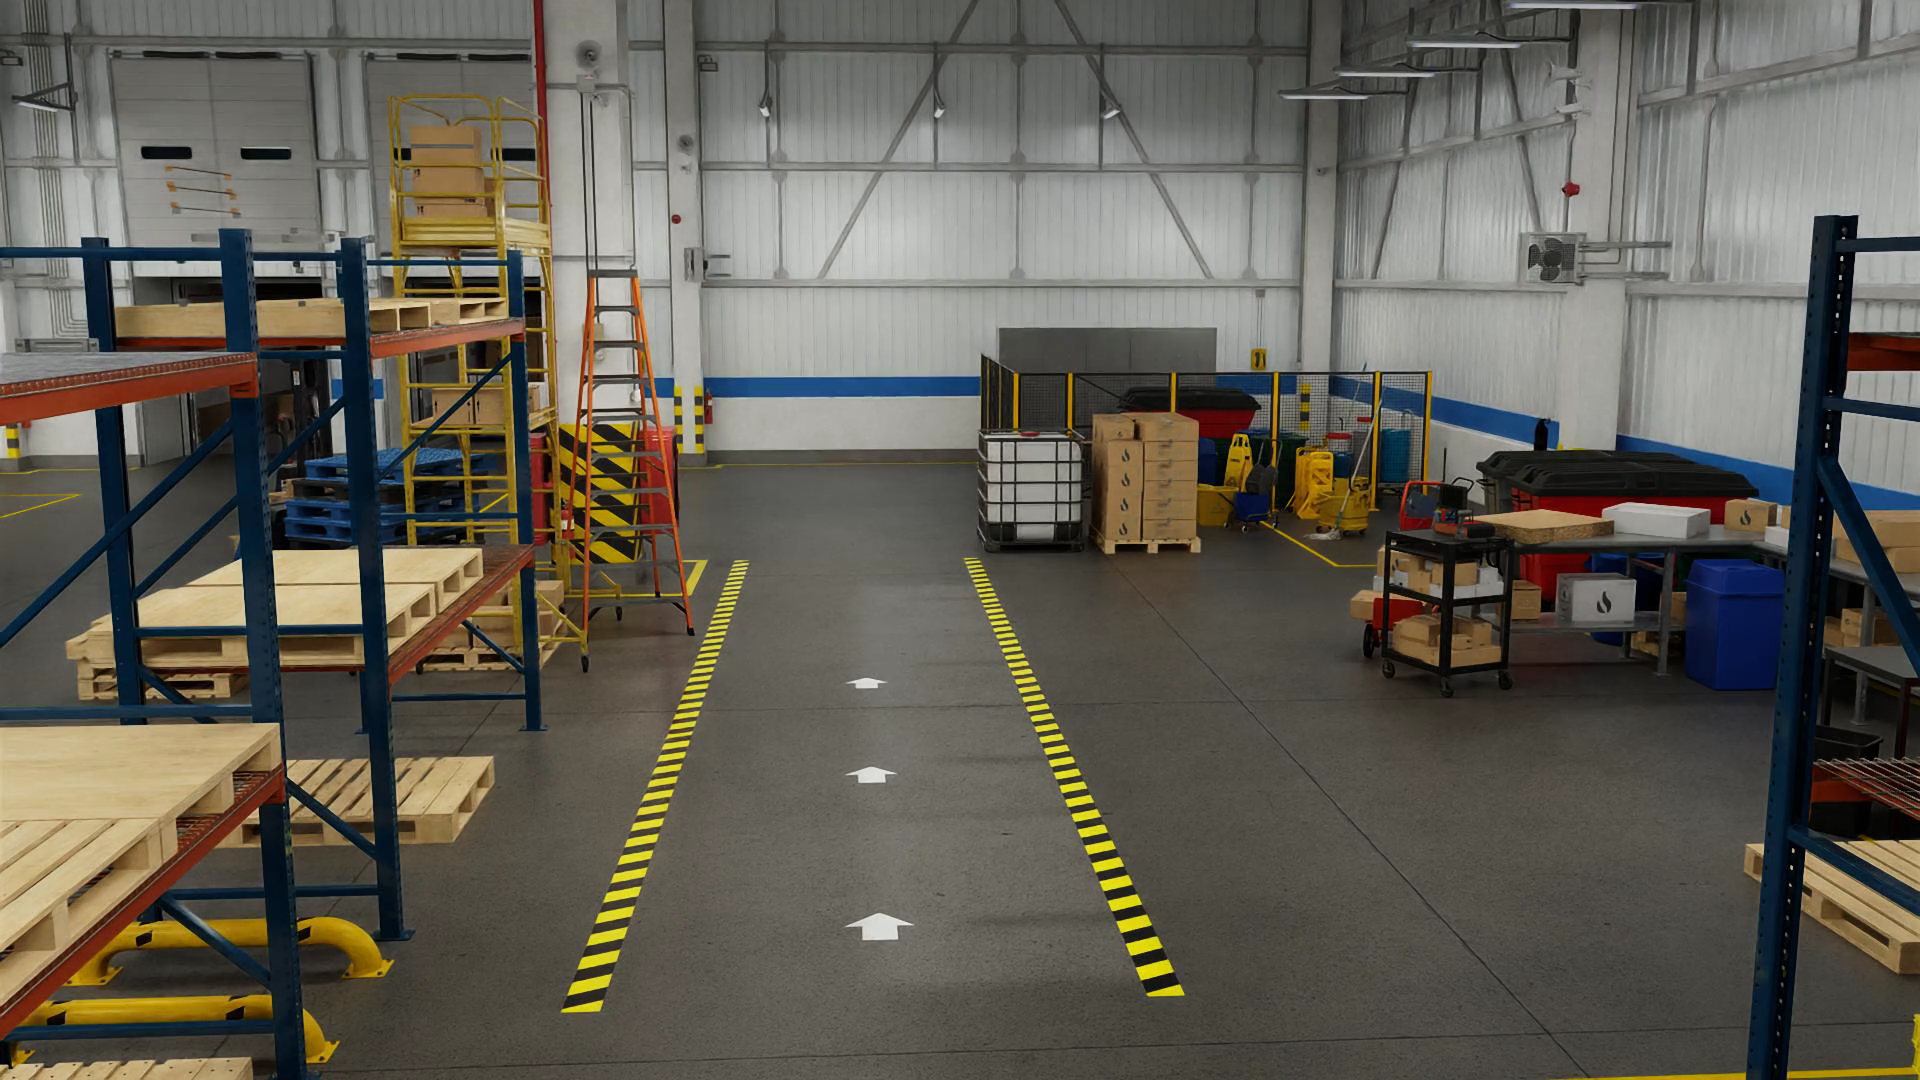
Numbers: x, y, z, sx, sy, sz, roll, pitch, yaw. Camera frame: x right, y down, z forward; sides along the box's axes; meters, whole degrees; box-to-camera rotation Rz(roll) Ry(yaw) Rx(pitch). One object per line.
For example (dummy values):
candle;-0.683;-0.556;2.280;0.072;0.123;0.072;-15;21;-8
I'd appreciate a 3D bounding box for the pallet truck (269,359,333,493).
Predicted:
pallet truck;-7.062;-1.131;18.996;1.885;1.965;0.823;2;9;13
